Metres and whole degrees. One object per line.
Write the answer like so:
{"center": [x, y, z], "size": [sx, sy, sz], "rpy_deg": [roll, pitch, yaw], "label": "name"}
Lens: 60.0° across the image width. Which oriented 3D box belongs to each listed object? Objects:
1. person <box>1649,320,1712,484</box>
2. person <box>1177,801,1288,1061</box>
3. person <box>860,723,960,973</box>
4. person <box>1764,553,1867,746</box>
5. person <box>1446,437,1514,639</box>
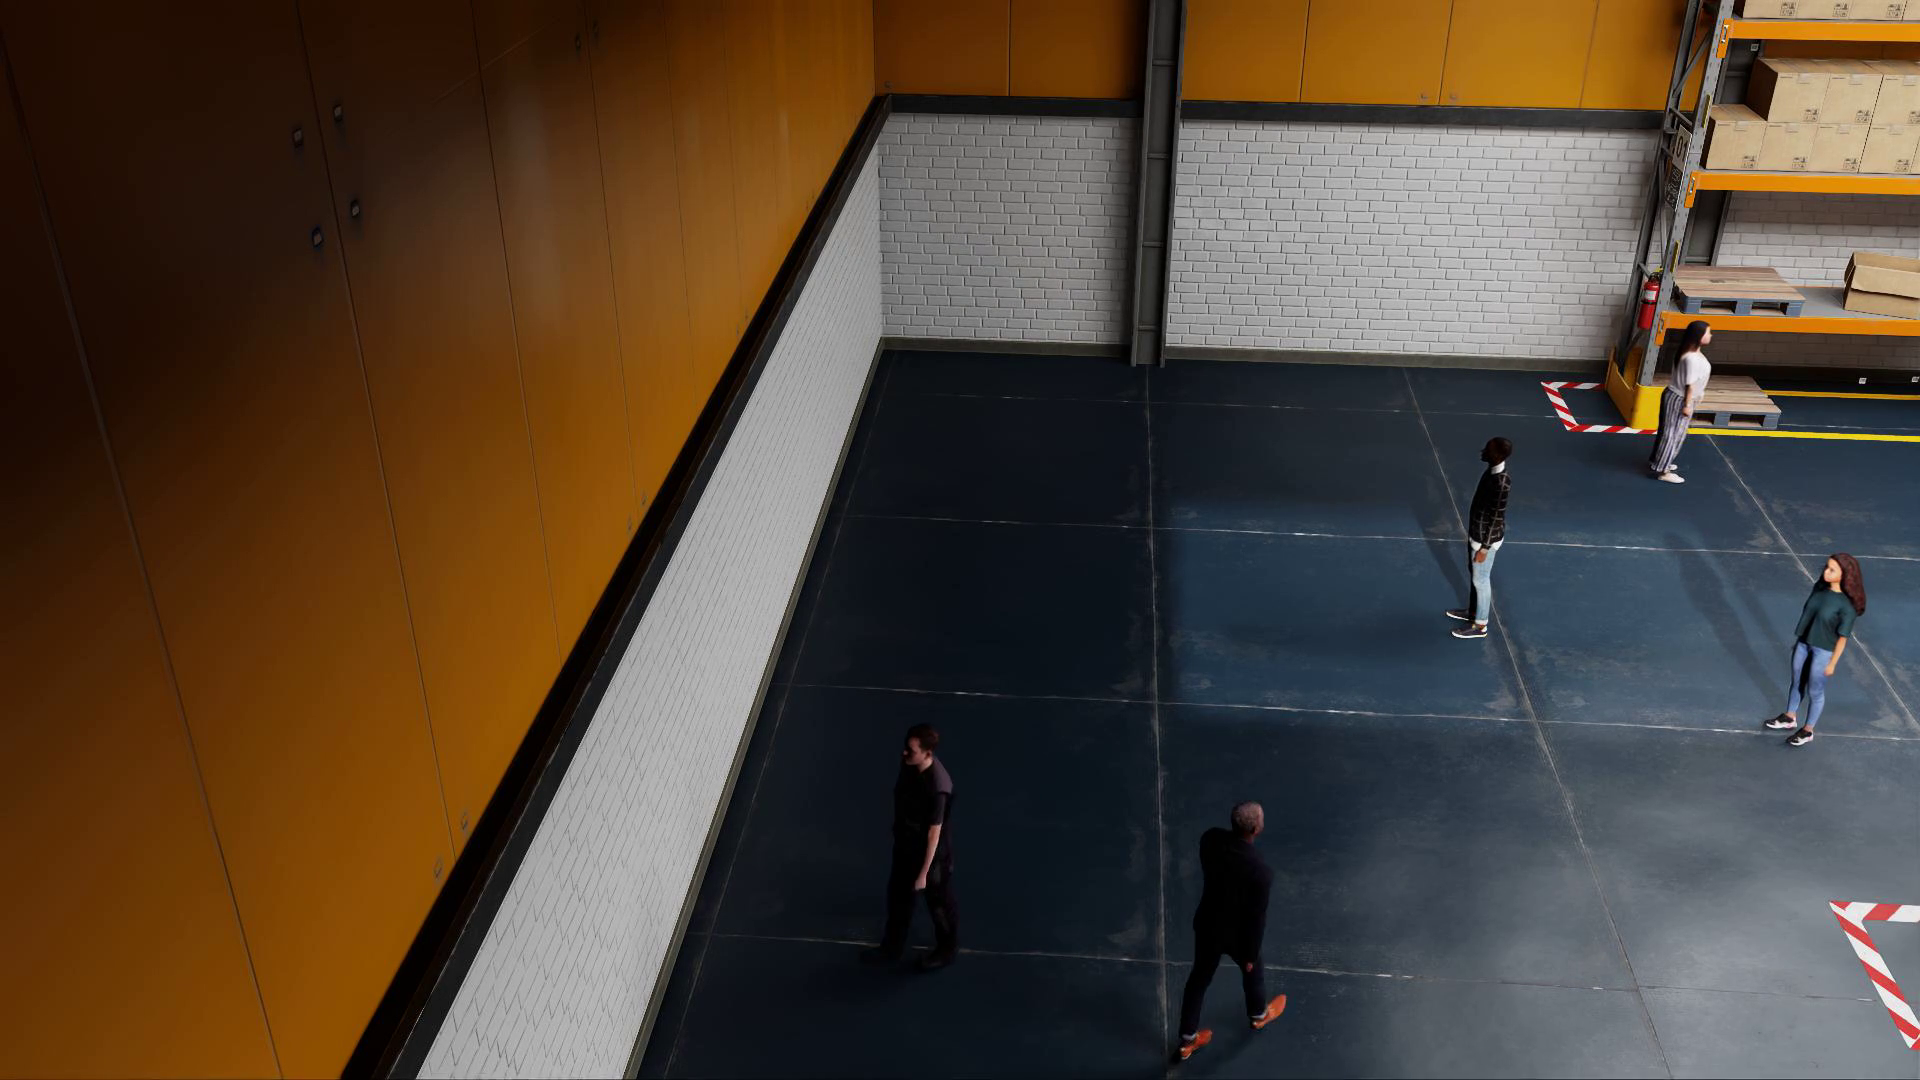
{"center": [7.232, -1.420, 16.692], "size": [0.661, 1.679, 0.712], "rpy_deg": [7, 29, 12], "label": "person"}
{"center": [1.490, 2.327, 9.714], "size": [1.134, 1.783, 1.088], "rpy_deg": [-24, 37, -37], "label": "person"}
{"center": [-0.162, 1.918, 10.410], "size": [1.014, 1.834, 0.947], "rpy_deg": [-15, 32, -25], "label": "person"}
{"center": [6.544, 0.815, 12.659], "size": [0.682, 1.616, 0.670], "rpy_deg": [-6, 29, -11], "label": "person"}
{"center": [4.437, -0.038, 14.009], "size": [0.551, 1.821, 0.662], "rpy_deg": [4, 29, 7], "label": "person"}
